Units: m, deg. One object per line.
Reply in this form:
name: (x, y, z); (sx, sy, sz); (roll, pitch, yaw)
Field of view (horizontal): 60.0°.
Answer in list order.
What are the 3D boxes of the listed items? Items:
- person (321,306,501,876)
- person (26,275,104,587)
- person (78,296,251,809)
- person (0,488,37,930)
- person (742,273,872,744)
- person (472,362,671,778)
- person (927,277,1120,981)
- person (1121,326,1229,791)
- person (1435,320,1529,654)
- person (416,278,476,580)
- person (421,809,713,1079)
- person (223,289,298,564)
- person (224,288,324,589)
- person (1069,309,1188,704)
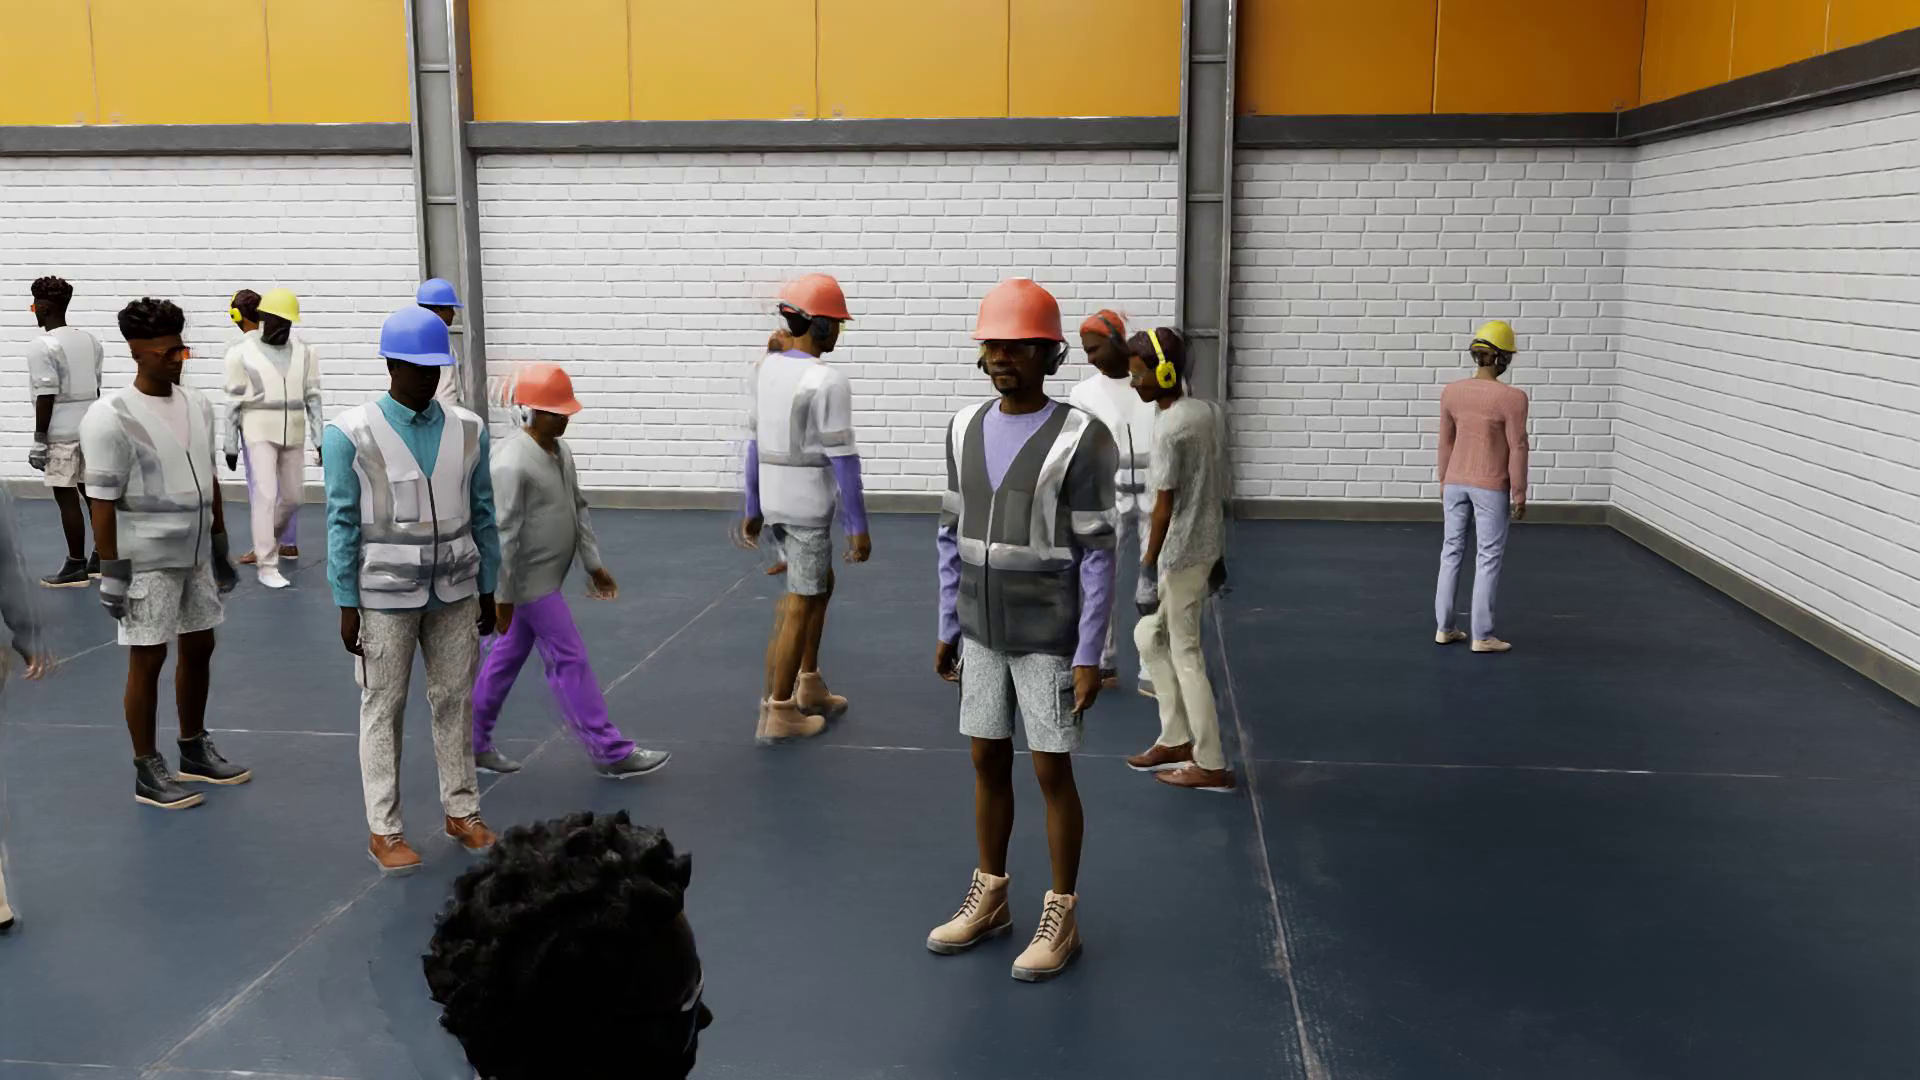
person: (-1.858, 0.174, 5.718); (0.605, 1.939, 0.415); (-9, 13, -42)
person: (-5.655, -0.682, 10.527); (0.367, 1.967, 0.603); (1, 10, 7)
person: (-3.050, 0.051, 6.385); (0.384, 1.958, 0.626); (3, 10, 15)
person: (-3.268, 0.347, 5.250); (0.795, 1.735, 0.561); (6, 11, 29)
person: (-0.614, -0.137, 7.239); (0.702, 2.017, 0.656); (-8, 13, -39)
person: (-1.646, 0.136, 6.623); (0.915, 1.688, 0.544); (0, 10, 2)
person: (0.165, 0.263, 4.888); (0.613, 2.048, 0.362); (8, 13, 38)
person: (0.816, 0.087, 6.523); (0.616, 1.833, 0.567); (4, 11, 22)
person: (2.769, -0.277, 8.817); (0.345, 1.758, 0.532); (-8, 13, -38)
person: (-3.357, -0.703, 10.709); (0.409, 1.943, 0.614); (-7, 12, -37)
person: (-0.447, 1.051, 1.493); (0.837, 1.664, 0.540); (-3, 10, -15)
person: (-4.763, -0.762, 11.282); (0.328, 1.865, 0.521); (5, 11, 28)
person: (-4.446, -0.673, 10.700); (0.739, 1.889, 0.602); (8, 13, 39)
person: (0.815, -0.150, 7.833); (0.666, 1.858, 0.350); (2, 10, 13)
